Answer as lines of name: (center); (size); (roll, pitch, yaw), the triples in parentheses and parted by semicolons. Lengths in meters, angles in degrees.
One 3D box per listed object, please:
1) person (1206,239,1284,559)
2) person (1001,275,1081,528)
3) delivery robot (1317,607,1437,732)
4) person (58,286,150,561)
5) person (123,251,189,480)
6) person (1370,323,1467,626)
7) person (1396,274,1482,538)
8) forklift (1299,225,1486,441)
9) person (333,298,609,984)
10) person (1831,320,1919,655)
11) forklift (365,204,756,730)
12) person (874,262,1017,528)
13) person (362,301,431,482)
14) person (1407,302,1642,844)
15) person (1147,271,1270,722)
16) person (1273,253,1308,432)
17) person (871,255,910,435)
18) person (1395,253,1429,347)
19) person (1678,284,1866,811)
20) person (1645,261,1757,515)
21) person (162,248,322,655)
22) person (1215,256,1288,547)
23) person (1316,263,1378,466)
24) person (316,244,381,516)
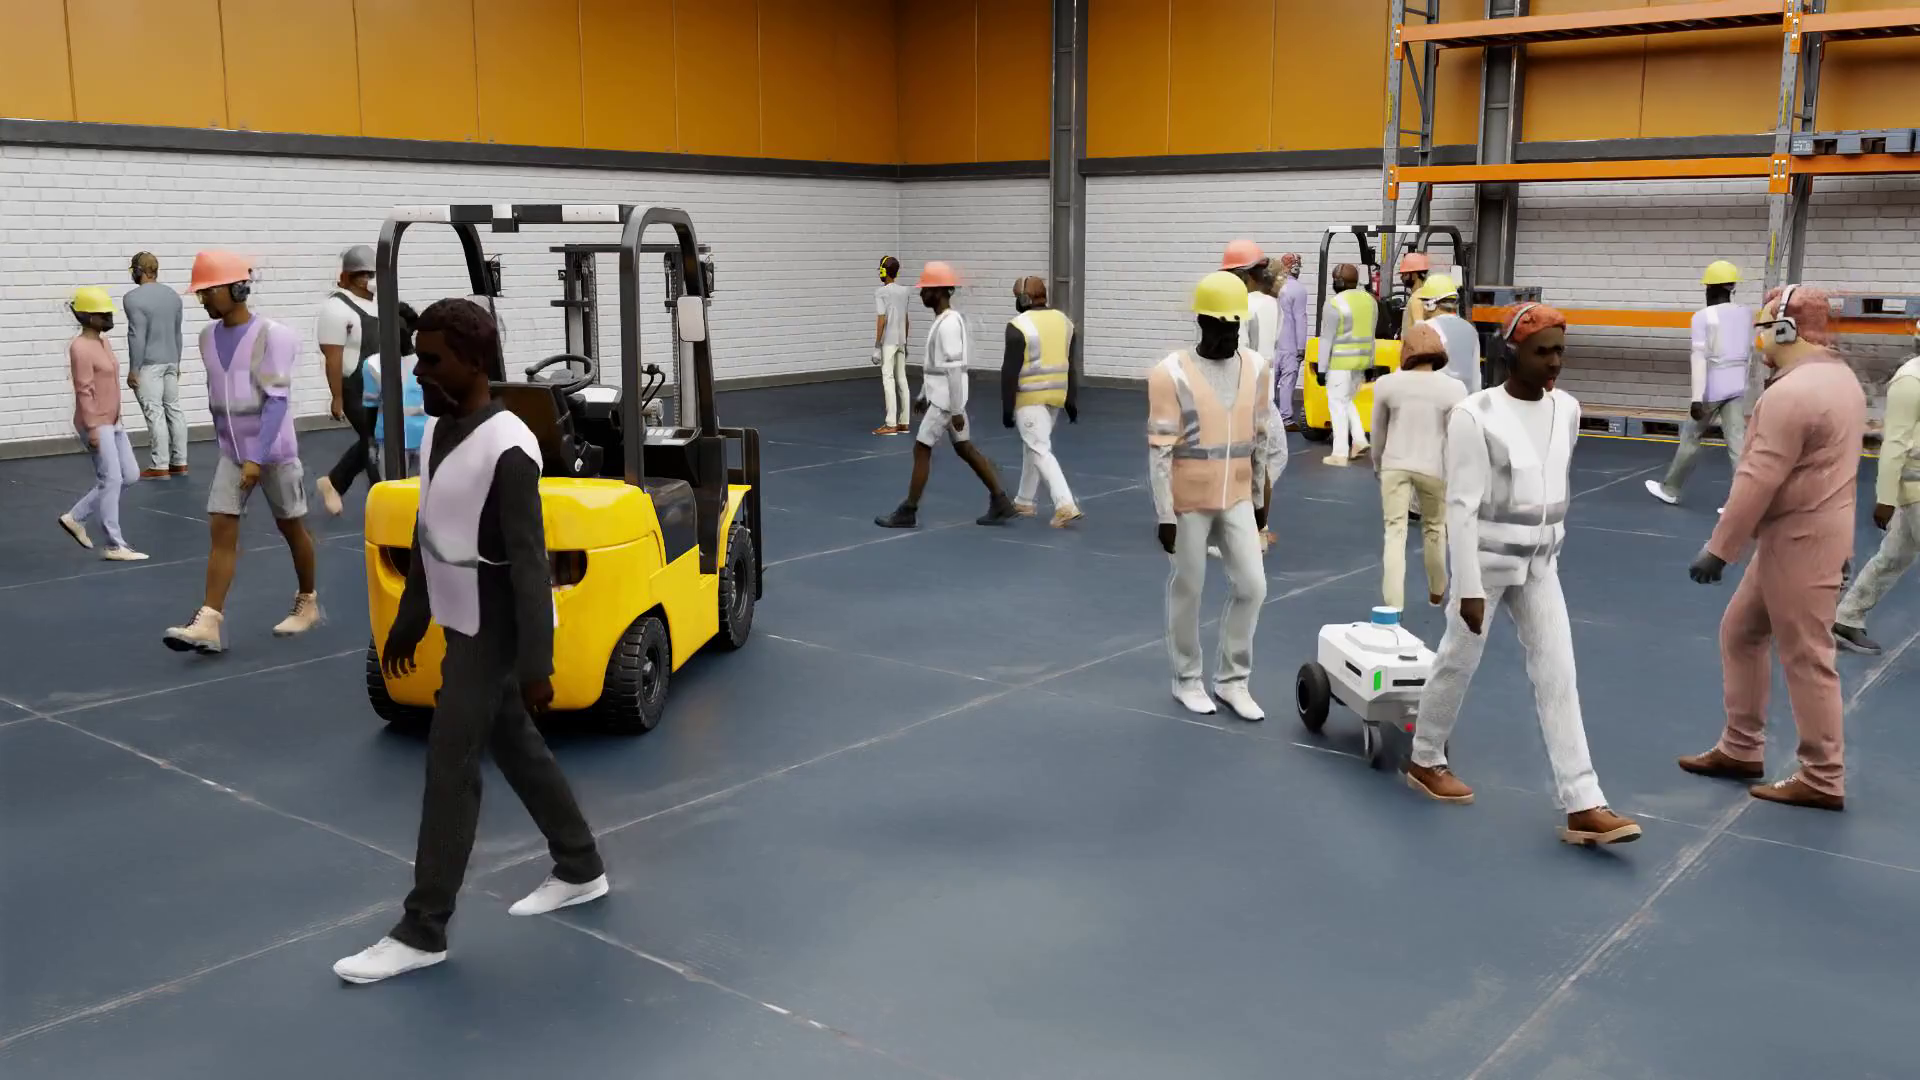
person: (1.802, -0.886, 10.609); (0.381, 2.042, 0.604); (7, 12, 35)
person: (0.586, -0.999, 11.957); (0.641, 1.795, 0.941); (-9, 14, -41)
delivery robot: (1.706, 0.513, 6.714); (0.477, 0.478, 0.707); (-1, 10, -6)
person: (-5.475, -0.727, 10.530); (0.471, 1.752, 0.546); (-2, 10, -11)
person: (-6.866, -1.480, 14.180); (0.358, 1.938, 0.636); (2, 10, 11)
person: (2.453, -0.365, 8.964); (0.499, 1.589, 0.822); (3, 11, 19)
person: (3.243, -0.934, 11.561); (0.611, 1.792, 0.872); (-8, 13, -36)
forklift: (4.449, -2.115, 16.993); (1.214, 2.155, 2.313); (8, 13, 38)
person: (-1.395, 0.256, 4.757); (0.753, 1.903, 0.603); (-6, 12, -31)
person: (4.595, -0.269, 7.904); (0.609, 1.789, 0.923); (-8, 13, -38)
forklift: (-1.766, -0.406, 7.525); (1.214, 2.155, 2.313); (1, 10, 7)
person: (-0.067, -1.008, 11.734); (1.005, 1.897, 0.564); (0, 10, 2)
person: (-3.290, -0.594, 9.978); (0.540, 1.677, 0.521); (-1, 10, -7)
person: (1.913, 0.105, 5.715); (0.588, 1.824, 1.001); (-4, 11, -23)
person: (1.084, -0.168, 6.994); (0.628, 1.898, 0.645); (-4, 11, -21)
person: (3.492, -2.105, 17.761); (0.402, 1.900, 0.641); (-6, 12, -31)
person: (-0.735, -2.034, 17.454); (0.335, 1.868, 0.521); (9, 13, 40)
person: (4.148, -1.685, 15.397); (0.682, 1.913, 0.555); (6, 12, 28)
person: (2.918, 0.025, 6.022); (0.741, 1.873, 0.633); (7, 13, 35)
person: (5.625, -1.136, 12.438); (0.610, 1.873, 1.006); (-3, 11, -18)
person: (-3.562, -0.428, 8.212); (0.605, 1.981, 1.049); (3, 11, 19)
person: (1.965, -0.902, 10.997); (0.575, 1.925, 0.677); (1, 10, 4)
person: (3.461, -1.571, 14.986); (0.650, 1.827, 0.443); (-7, 12, -35)
person: (-4.310, -1.120, 11.907); (0.898, 2.000, 0.681); (3, 11, 15)
